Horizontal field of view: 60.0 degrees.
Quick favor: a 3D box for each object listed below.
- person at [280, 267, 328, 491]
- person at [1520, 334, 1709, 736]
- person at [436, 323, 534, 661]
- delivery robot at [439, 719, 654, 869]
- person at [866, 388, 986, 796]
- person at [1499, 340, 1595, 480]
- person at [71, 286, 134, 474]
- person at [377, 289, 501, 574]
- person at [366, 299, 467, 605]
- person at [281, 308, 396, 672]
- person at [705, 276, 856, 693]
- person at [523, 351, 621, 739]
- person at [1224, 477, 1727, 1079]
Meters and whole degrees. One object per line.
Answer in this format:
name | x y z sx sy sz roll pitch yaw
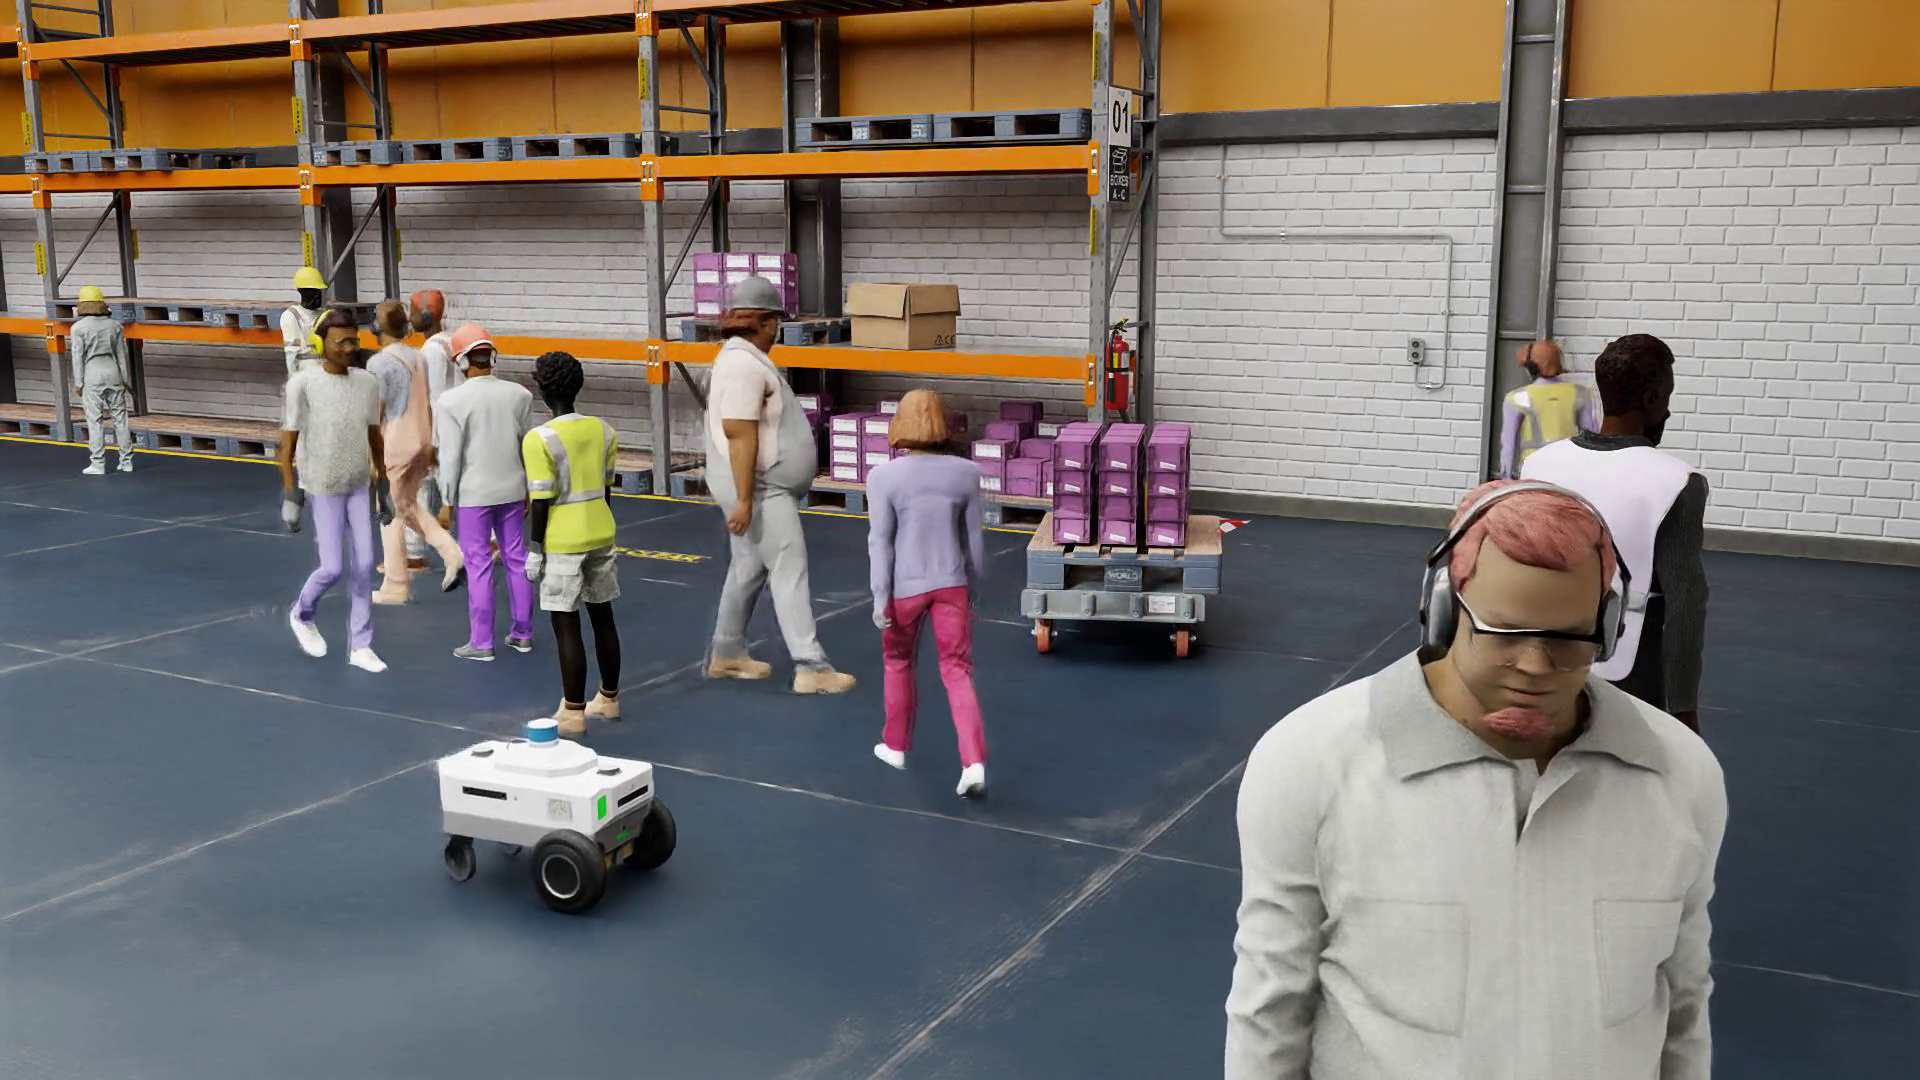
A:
person | -5.576 -1.382 14.361 0.367 1.927 0.590 2 11 12
person | 1.835 0.374 4.756 0.374 1.917 0.596 -6 12 -31
person | -2.472 -0.249 8.650 0.340 1.742 0.560 9 14 40
delivery robot | -1.403 0.850 5.630 0.707 0.478 0.477 4 11 22
person | -0.106 0.201 6.602 0.510 1.595 0.835 -4 11 -22
person | 3.323 -0.319 9.404 0.521 1.603 0.431 -2 10 -9
person | -7.981 -1.482 15.439 0.325 1.736 0.485 8 13 36
person | -3.377 -0.706 10.864 0.857 1.858 0.586 -1 10 -8
person | -3.261 -0.508 9.861 0.569 1.820 0.539 2 11 13
person | -3.166 -0.250 8.395 0.542 1.845 0.579 8 13 37
person | -0.903 -0.292 8.074 0.740 2.000 0.721 -2 11 -10
person | -1.704 0.020 7.300 0.322 1.697 0.532 6 12 29
person | 0.657 0.863 2.134 0.637 1.901 0.403 0 10 -2
